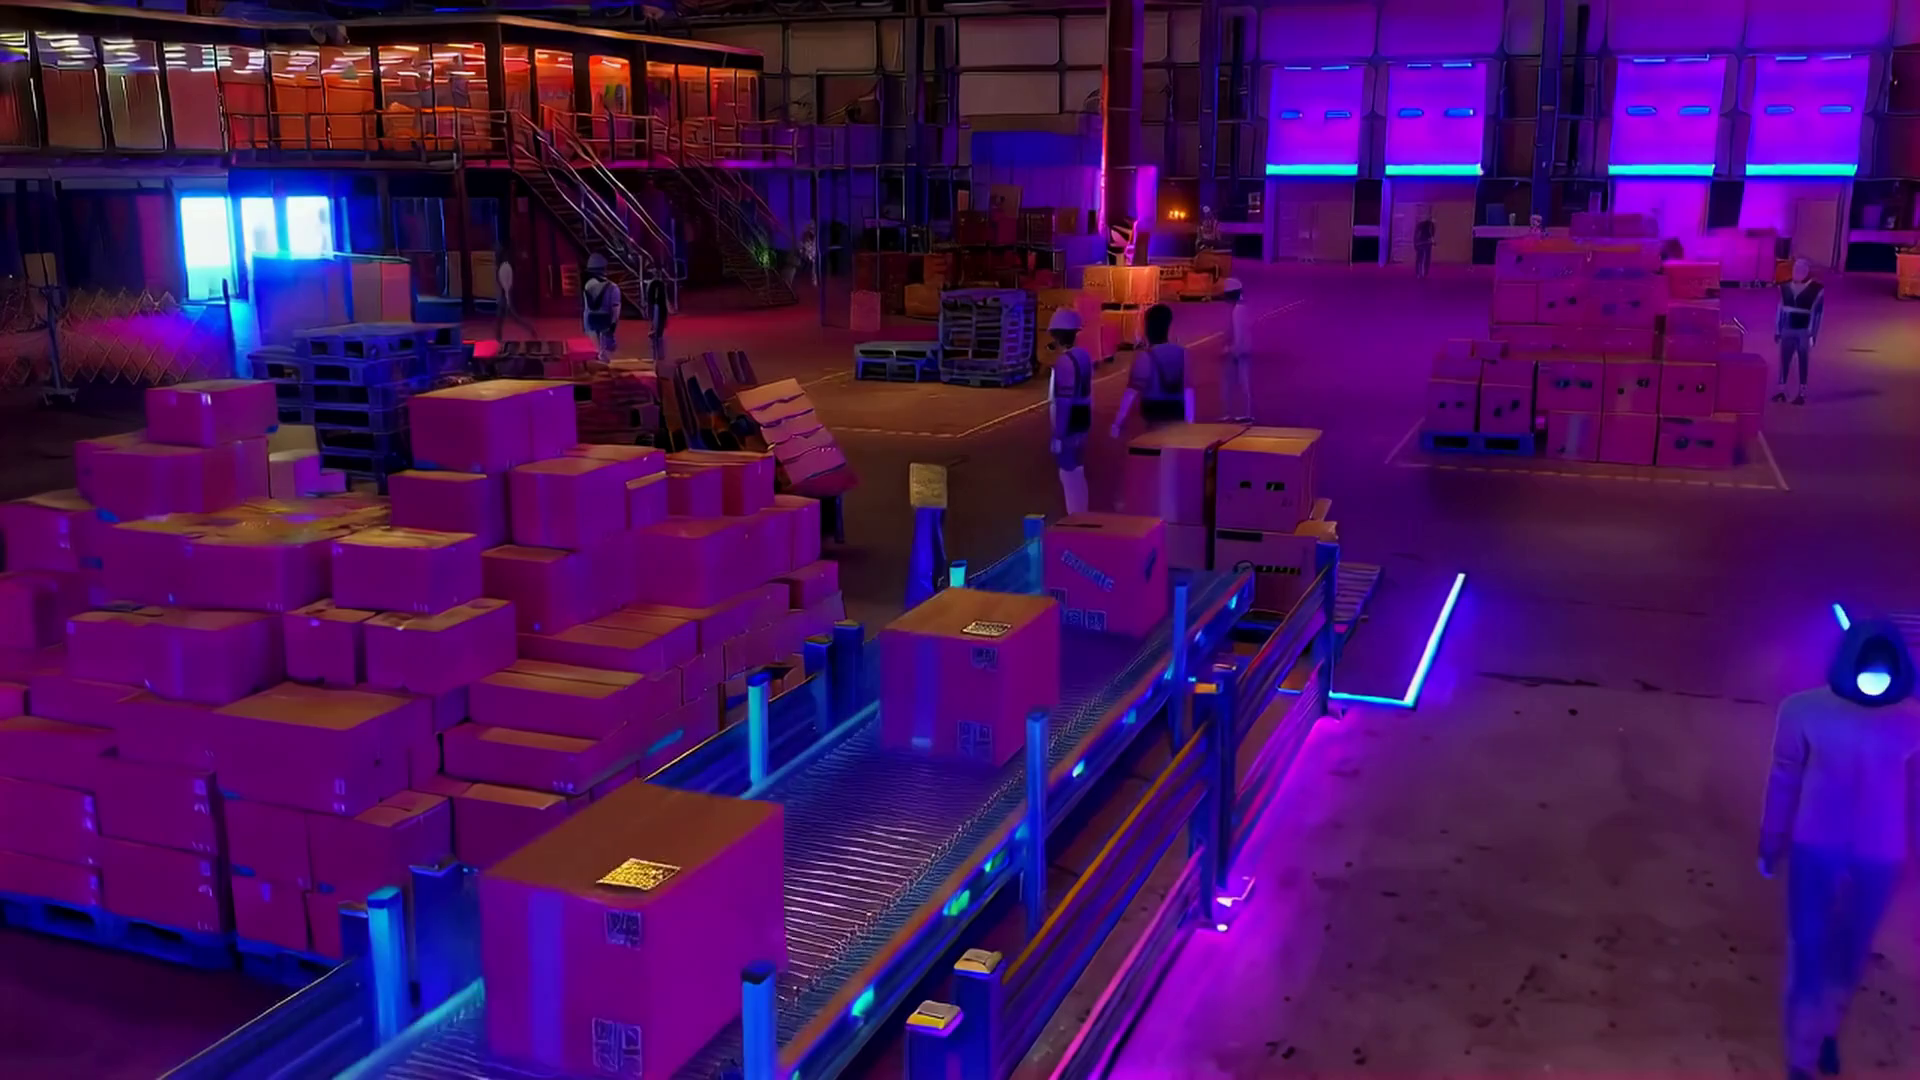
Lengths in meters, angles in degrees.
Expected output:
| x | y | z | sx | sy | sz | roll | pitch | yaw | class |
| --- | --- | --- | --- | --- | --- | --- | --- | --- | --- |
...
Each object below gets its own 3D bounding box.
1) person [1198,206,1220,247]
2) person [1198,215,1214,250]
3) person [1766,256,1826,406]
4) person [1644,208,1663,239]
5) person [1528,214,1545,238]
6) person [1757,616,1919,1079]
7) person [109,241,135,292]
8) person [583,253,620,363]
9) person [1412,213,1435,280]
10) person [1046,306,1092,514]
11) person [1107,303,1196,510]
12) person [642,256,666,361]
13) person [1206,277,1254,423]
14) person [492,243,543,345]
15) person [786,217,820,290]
| x | y | z | sx | sy | sz | roll | pitch | yaw | class |
| --- | --- | --- | --- | --- | --- | --- | --- | --- | --- |
| 7.753 | -9.440 | 51.766 | 0.723 | 1.896 | 0.374 | 0 | 13 | -1 | person |
| 7.013 | -8.378 | 47.372 | 0.484 | 1.723 | 0.692 | 0 | 13 | -2 | person |
| 10.814 | -2.698 | 21.469 | 0.391 | 1.916 | 0.590 | -8 | 15 | -32 | person |
| 19.698 | -8.489 | 47.422 | 0.960 | 1.940 | 0.641 | -4 | 13 | -17 | person |
| 14.924 | -7.487 | 43.043 | 0.983 | 1.873 | 0.611 | 10 | 16 | 39 | person |
| 2.866 | 1.052 | 5.327 | 0.523 | 1.600 | 0.752 | 4 | 13 | 18 | person |
| -17.719 | -5.623 | 35.201 | 0.507 | 1.634 | 0.280 | -3 | 13 | -11 | person |
| -4.713 | -2.783 | 21.803 | 0.543 | 1.938 | 0.355 | 5 | 14 | 23 | person |
| 12.705 | -8.058 | 45.680 | 0.625 | 1.844 | 0.429 | -4 | 13 | -17 | person |
| 0.855 | -0.913 | 13.412 | 0.377 | 1.936 | 0.549 | 5 | 14 | 23 | person |
| 1.585 | -0.993 | 13.813 | 0.624 | 1.917 | 0.976 | -11 | 17 | -41 | person |
| -4.085 | -2.843 | 22.226 | 0.311 | 1.869 | 0.532 | 0 | 13 | -2 | person |
| 3.234 | -2.255 | 19.870 | 0.678 | 1.740 | 0.536 | 6 | 14 | 25 | person |
| -7.574 | -4.108 | 28.061 | 0.956 | 1.814 | 0.509 | -1 | 13 | -3 | person |
| -3.927 | -7.199 | 41.827 | 0.903 | 1.855 | 0.581 | 0 | 13 | -2 | person |
